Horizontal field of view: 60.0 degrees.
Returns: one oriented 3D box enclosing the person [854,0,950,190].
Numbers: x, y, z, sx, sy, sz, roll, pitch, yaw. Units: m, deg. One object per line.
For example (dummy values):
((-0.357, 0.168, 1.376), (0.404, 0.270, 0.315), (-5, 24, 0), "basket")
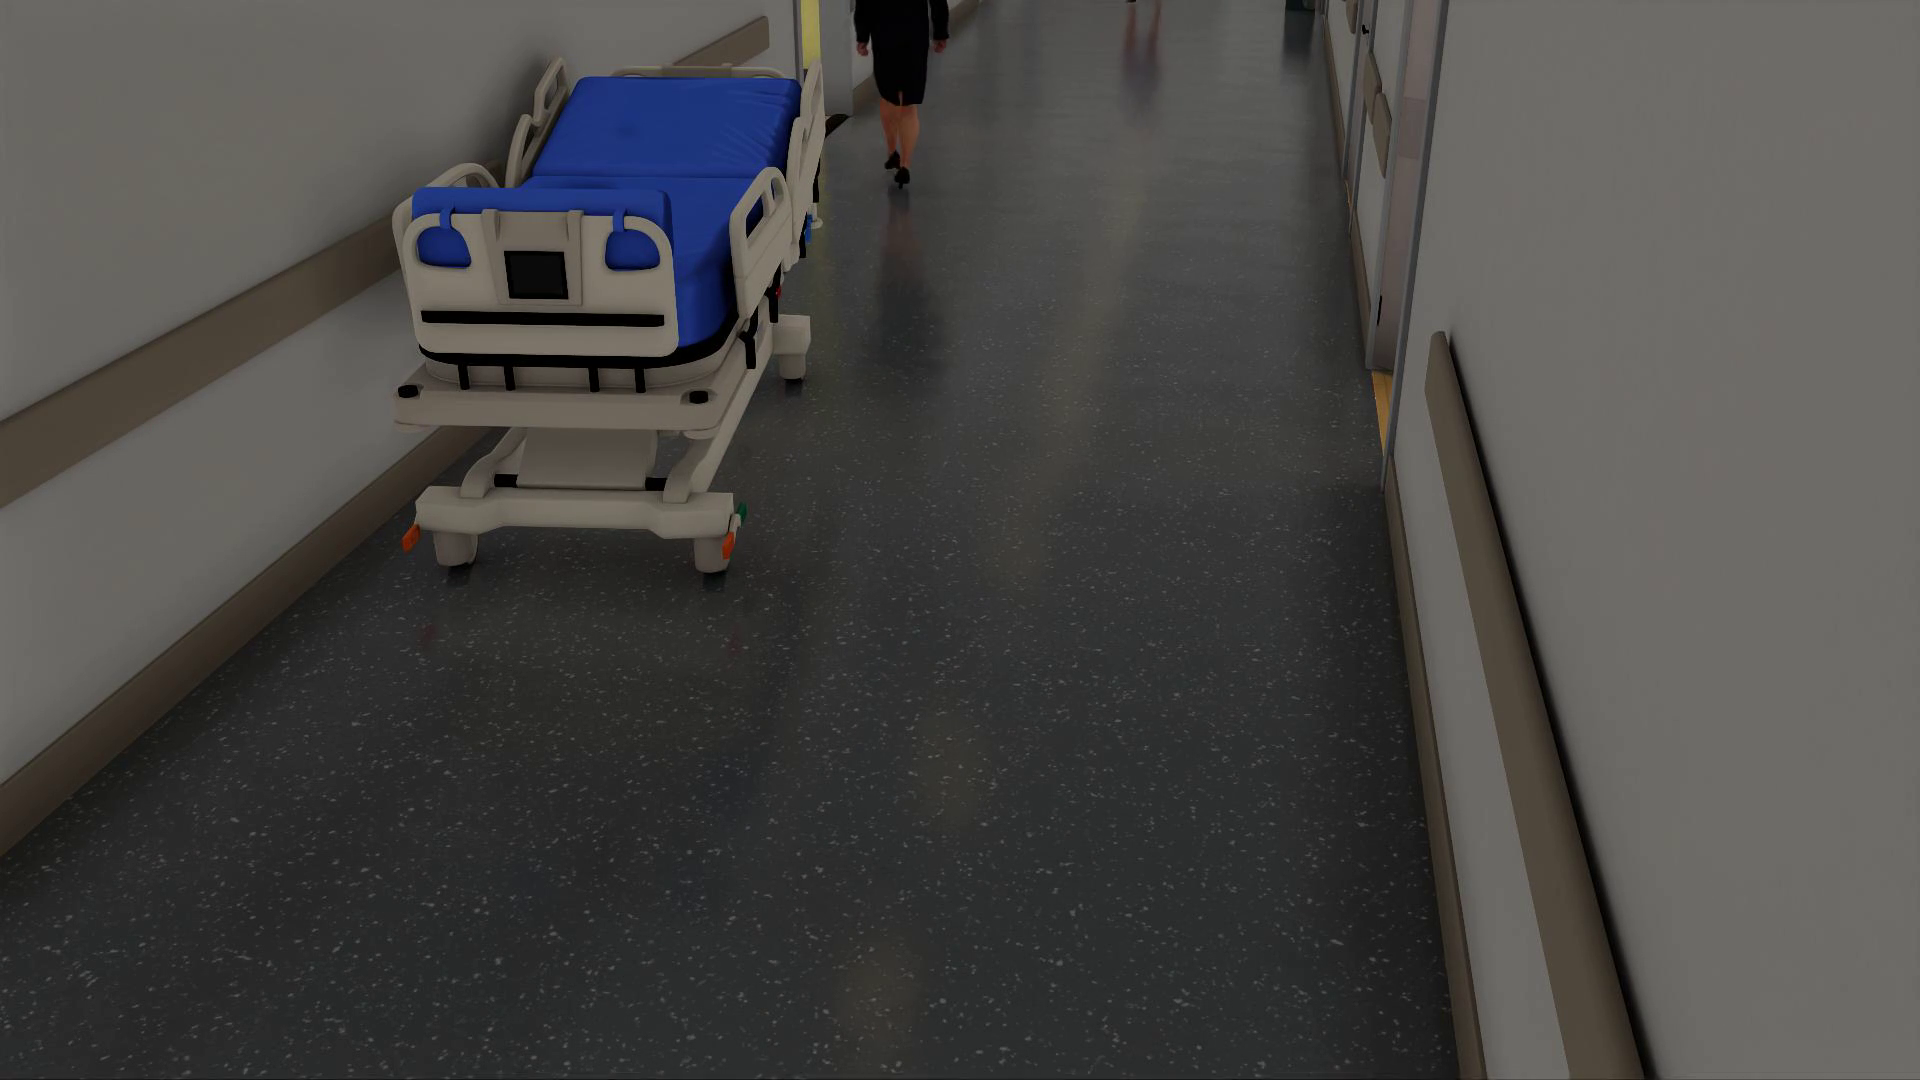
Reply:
((-0.352, -2.889, 9.802), (0.847, 1.643, 0.892), (-1, 26, -3), "person")
